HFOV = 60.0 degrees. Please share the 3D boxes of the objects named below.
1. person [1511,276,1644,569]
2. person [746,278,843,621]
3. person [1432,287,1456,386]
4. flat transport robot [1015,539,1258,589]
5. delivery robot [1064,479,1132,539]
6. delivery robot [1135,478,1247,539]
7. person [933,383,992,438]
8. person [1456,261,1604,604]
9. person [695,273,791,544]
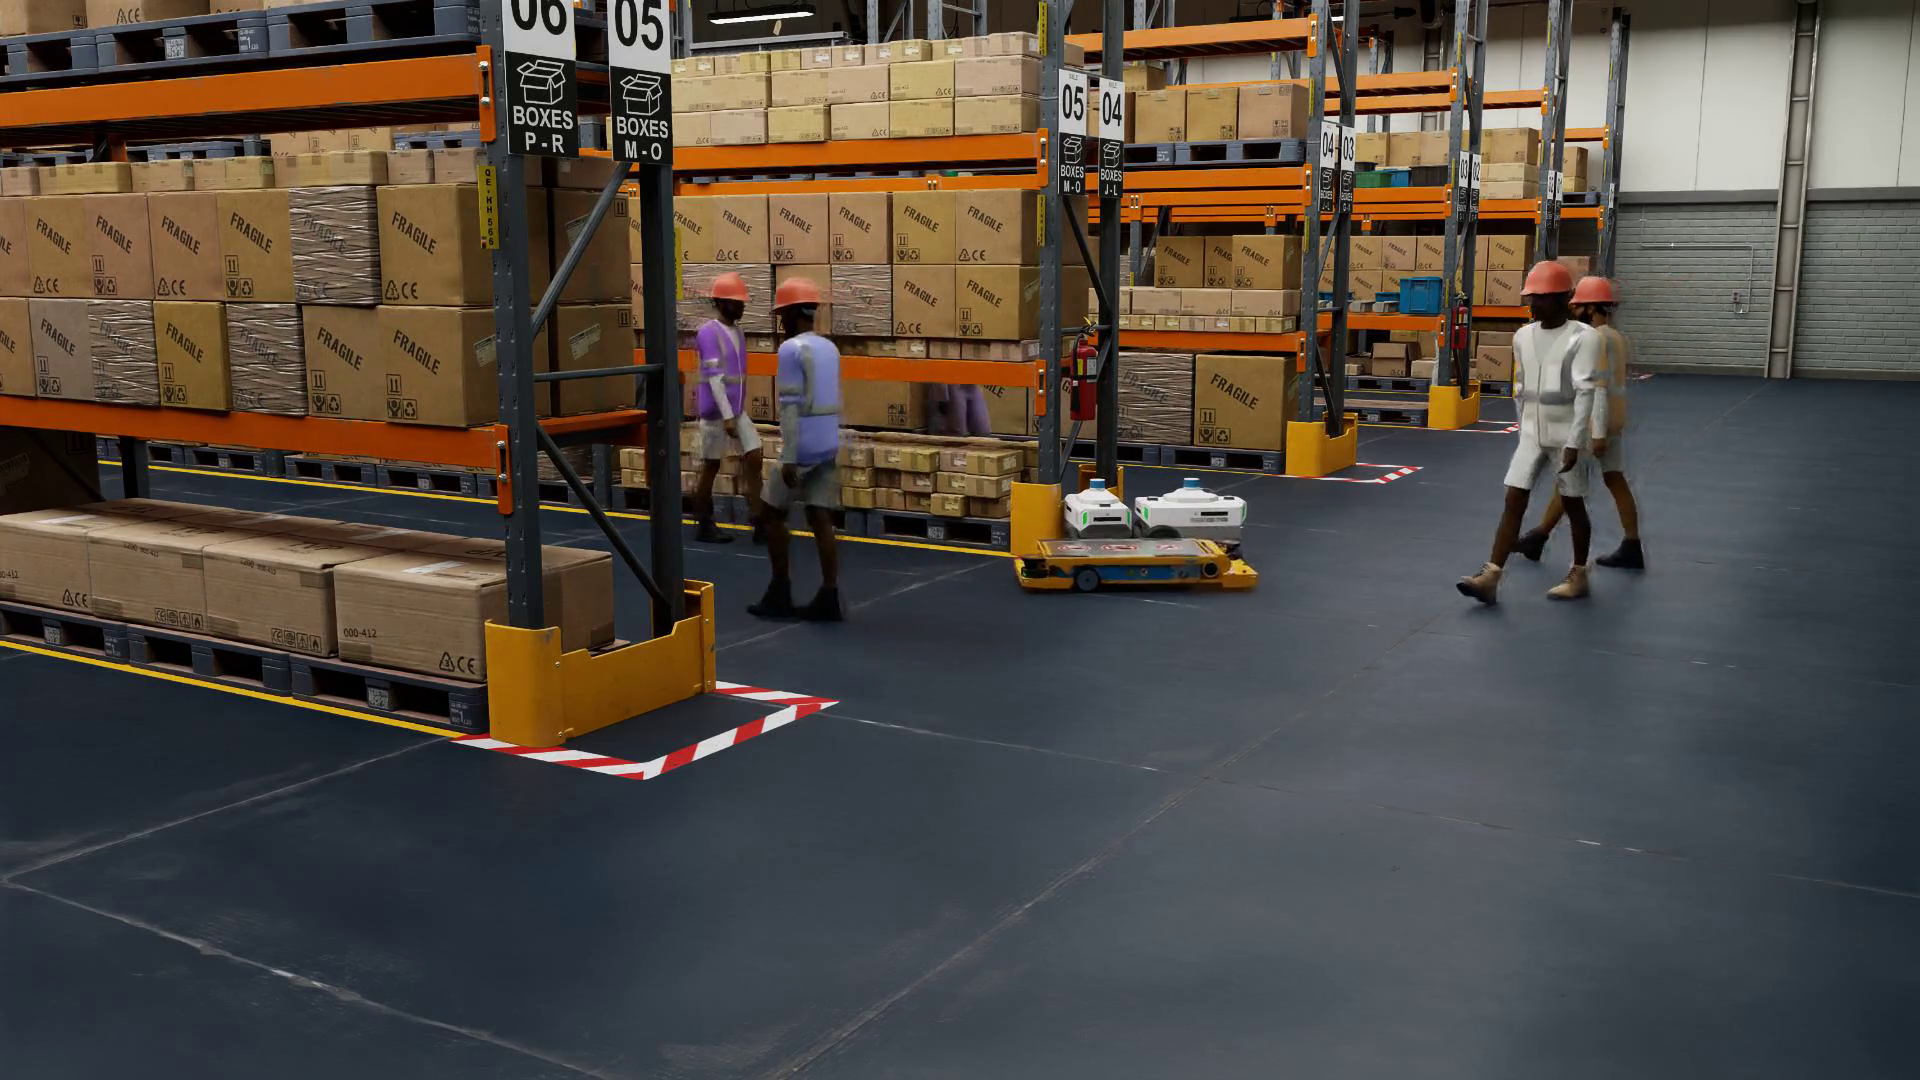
[{"bbox_3d":[4.084,-0.769,10.925,0.974,1.884,0.567,7,12,35],"label":"person"},{"bbox_3d":[-0.926,-0.502,9.319,0.714,1.901,0.573,5,11,28],"label":"person"},{"bbox_3d":[6.935,-2.843,23.815,0.268,1.632,0.507,4,11,25],"label":"person"},{"bbox_3d":[1.076,0.140,10.339,1.431,0.197,0.652,0,10,-2],"label":"flat transport robot"},{"bbox_3d":[0.906,-0.163,11.007,0.477,0.478,0.707,-1,10,-6],"label":"delivery robot"},{"bbox_3d":[1.534,-0.171,11.052,0.707,0.478,0.477,-1,10,-4],"label":"delivery robot"},{"bbox_3d":[0.004,-1.217,13.545,0.433,1.888,0.665,7,12,34],"label":"person"},{"bbox_3d":[3.366,-0.597,9.609,1.017,1.988,0.622,-7,12,-34],"label":"person"},{"bbox_3d":[-1.539,-0.895,11.613,0.841,1.901,0.552,5,11,27],"label":"person"}]
